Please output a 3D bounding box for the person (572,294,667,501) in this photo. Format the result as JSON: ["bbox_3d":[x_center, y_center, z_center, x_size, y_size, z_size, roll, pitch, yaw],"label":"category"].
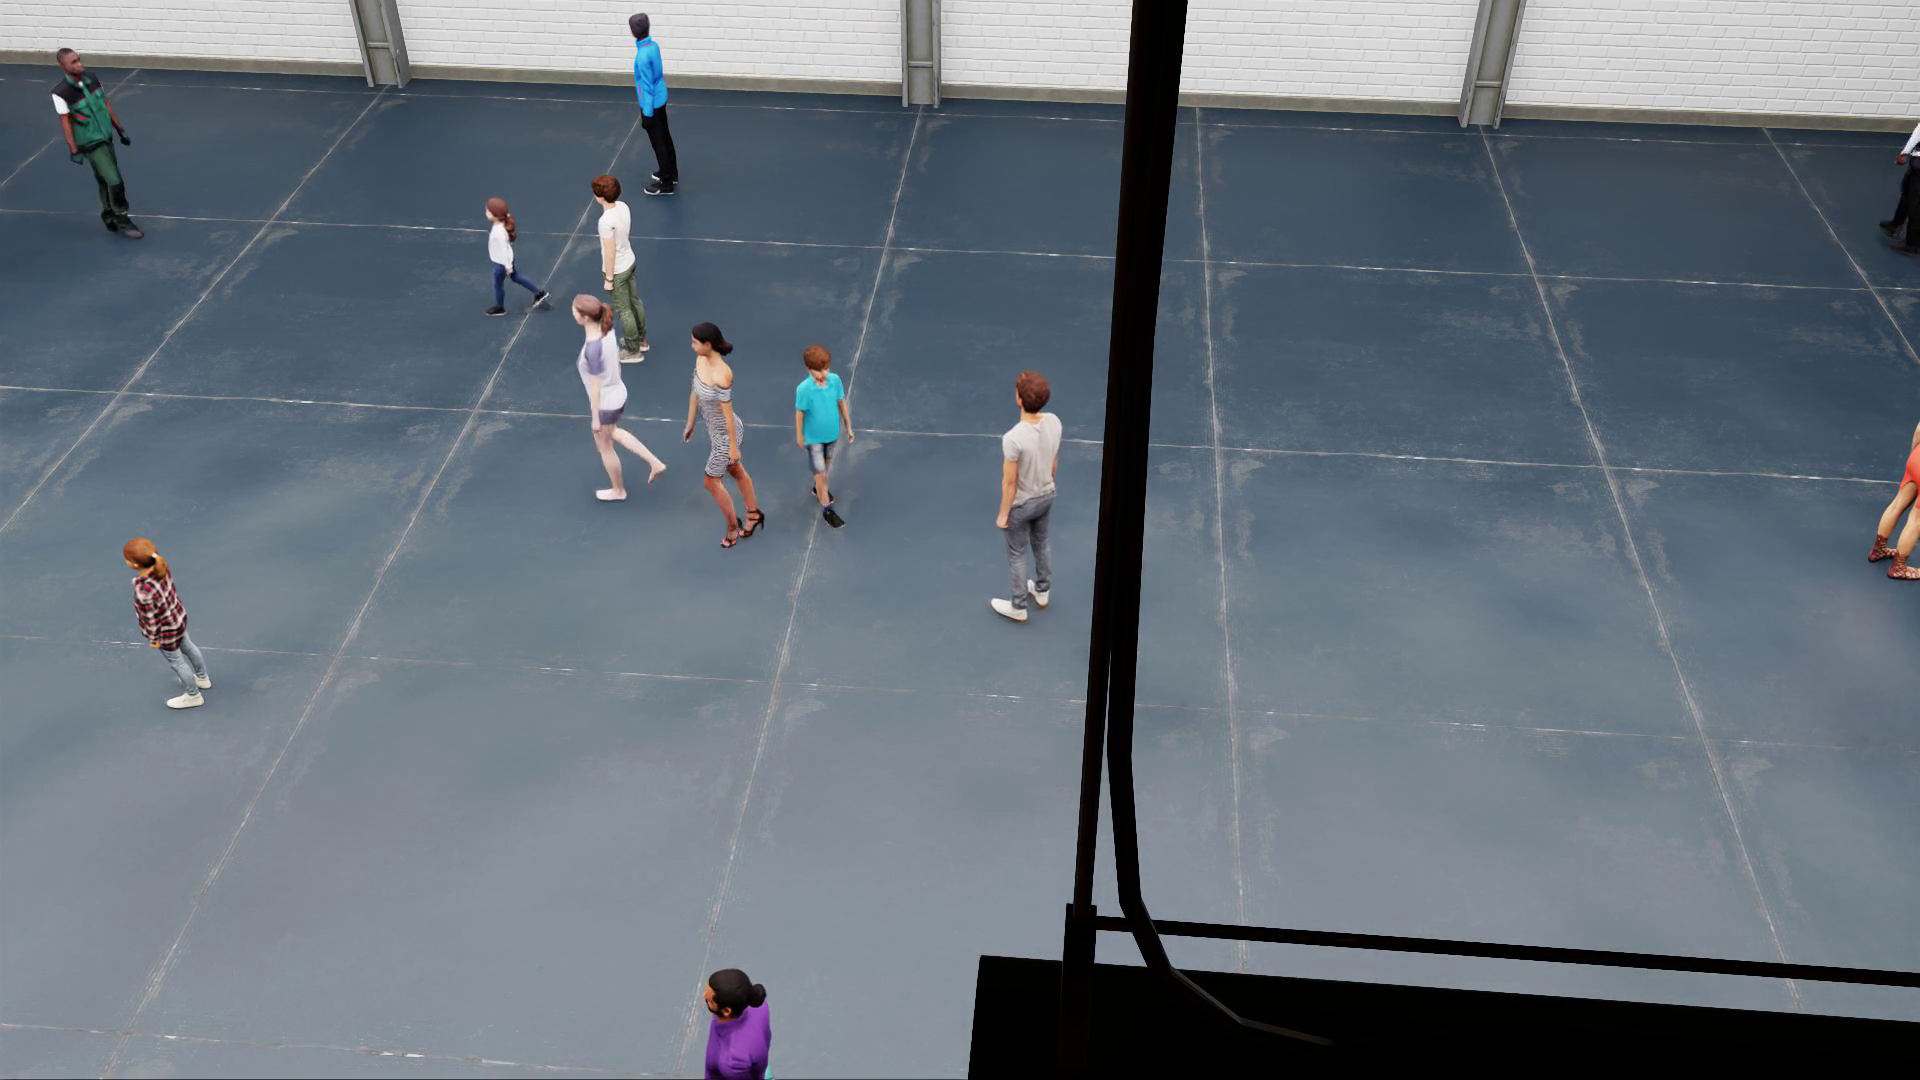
[{"bbox_3d":[-2.477,-0.991,12.056,0.772,1.751,0.604,6,39,8],"label":"person"}]

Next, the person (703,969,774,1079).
[{"bbox_3d":[-0.982,2.541,7.621,0.587,1.768,0.640,-1,39,-1],"label":"person"}]

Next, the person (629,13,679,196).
[{"bbox_3d":[-2.948,-4.214,16.056,0.504,1.797,0.597,3,39,4],"label":"person"}]

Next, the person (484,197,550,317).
[{"bbox_3d":[-3.900,-2.461,14.426,0.830,1.091,0.564,-6,39,-7],"label":"person"}]

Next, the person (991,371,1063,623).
[{"bbox_3d":[0.459,-0.280,11.050,0.740,1.896,0.783,-31,48,-33],"label":"person"}]

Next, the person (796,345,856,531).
[{"bbox_3d":[-1.052,-0.836,12.125,0.827,1.424,0.879,-27,46,-30],"label":"person"}]

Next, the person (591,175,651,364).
[{"bbox_3d":[-2.802,-2.235,13.693,0.571,1.654,0.614,9,39,11],"label":"person"}]

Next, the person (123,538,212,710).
[{"bbox_3d":[-5.022,0.512,10.532,0.530,1.305,0.536,1,39,1],"label":"person"}]

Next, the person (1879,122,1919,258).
[{"bbox_3d":[8.846,-3.414,15.037,0.891,1.817,0.907,-13,40,-16],"label":"person"}]

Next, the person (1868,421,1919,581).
[{"bbox_3d":[6.678,-0.483,11.447,0.617,1.718,0.646,-7,39,-9],"label":"person"}]

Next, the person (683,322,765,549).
[{"bbox_3d":[-1.578,-0.763,11.730,0.847,1.803,0.780,-19,42,-22],"label":"person"}]

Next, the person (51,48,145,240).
[{"bbox_3d":[-8.051,-3.670,15.355,0.772,1.822,0.719,7,39,9],"label":"person"}]
